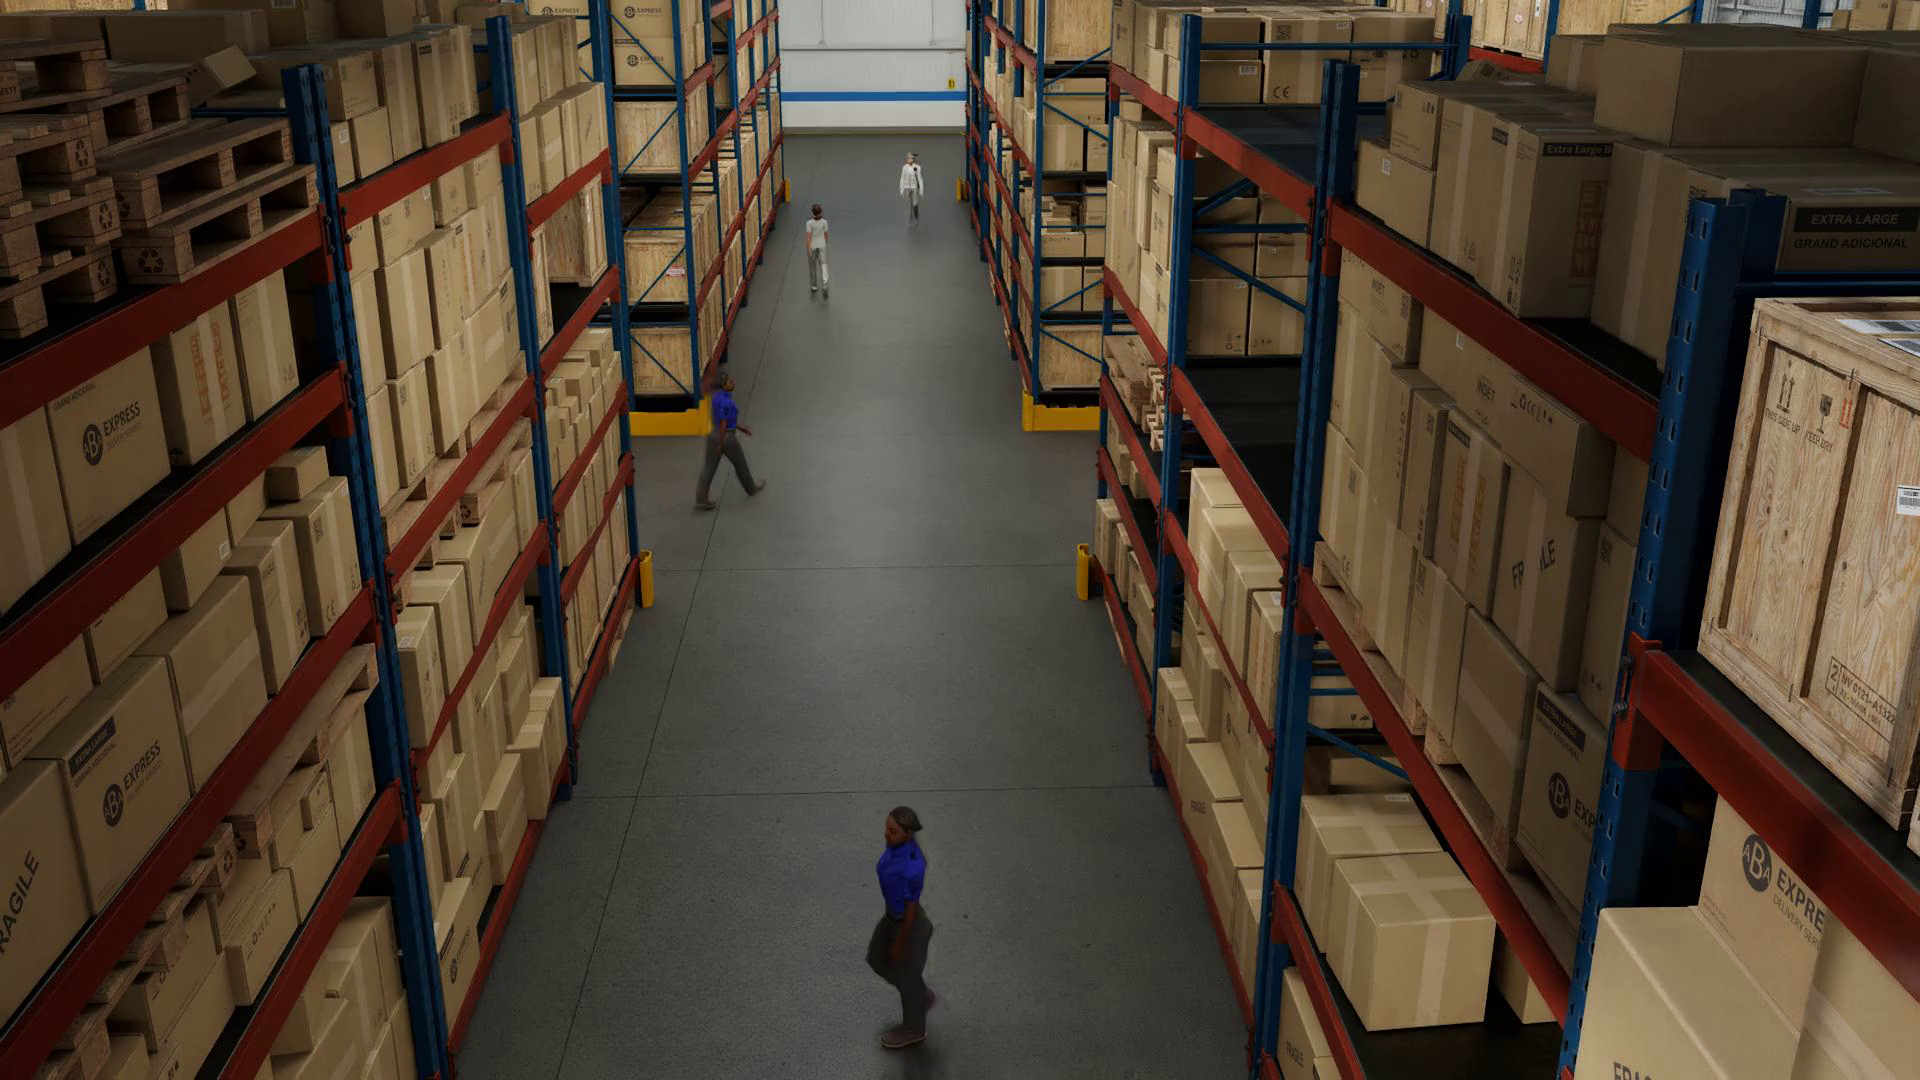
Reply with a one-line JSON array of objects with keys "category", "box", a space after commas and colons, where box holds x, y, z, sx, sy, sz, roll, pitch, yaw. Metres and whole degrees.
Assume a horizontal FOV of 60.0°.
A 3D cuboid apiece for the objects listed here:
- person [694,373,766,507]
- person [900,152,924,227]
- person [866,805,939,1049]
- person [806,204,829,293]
[{"category": "person", "box": [-2.791, -1.228, 19.959, 1.002, 1.600, 0.428, -18, 27, -40]}, {"category": "person", "box": [-1.117, -8.002, 37.994, 0.534, 1.687, 0.457, 5, 21, 12]}, {"category": "person", "box": [-0.344, 2.377, 10.229, 0.436, 1.662, 0.467, -4, 21, -12]}, {"category": "person", "box": [-2.690, -5.510, 31.409, 0.435, 1.654, 0.865, -4, 21, -11]}]
